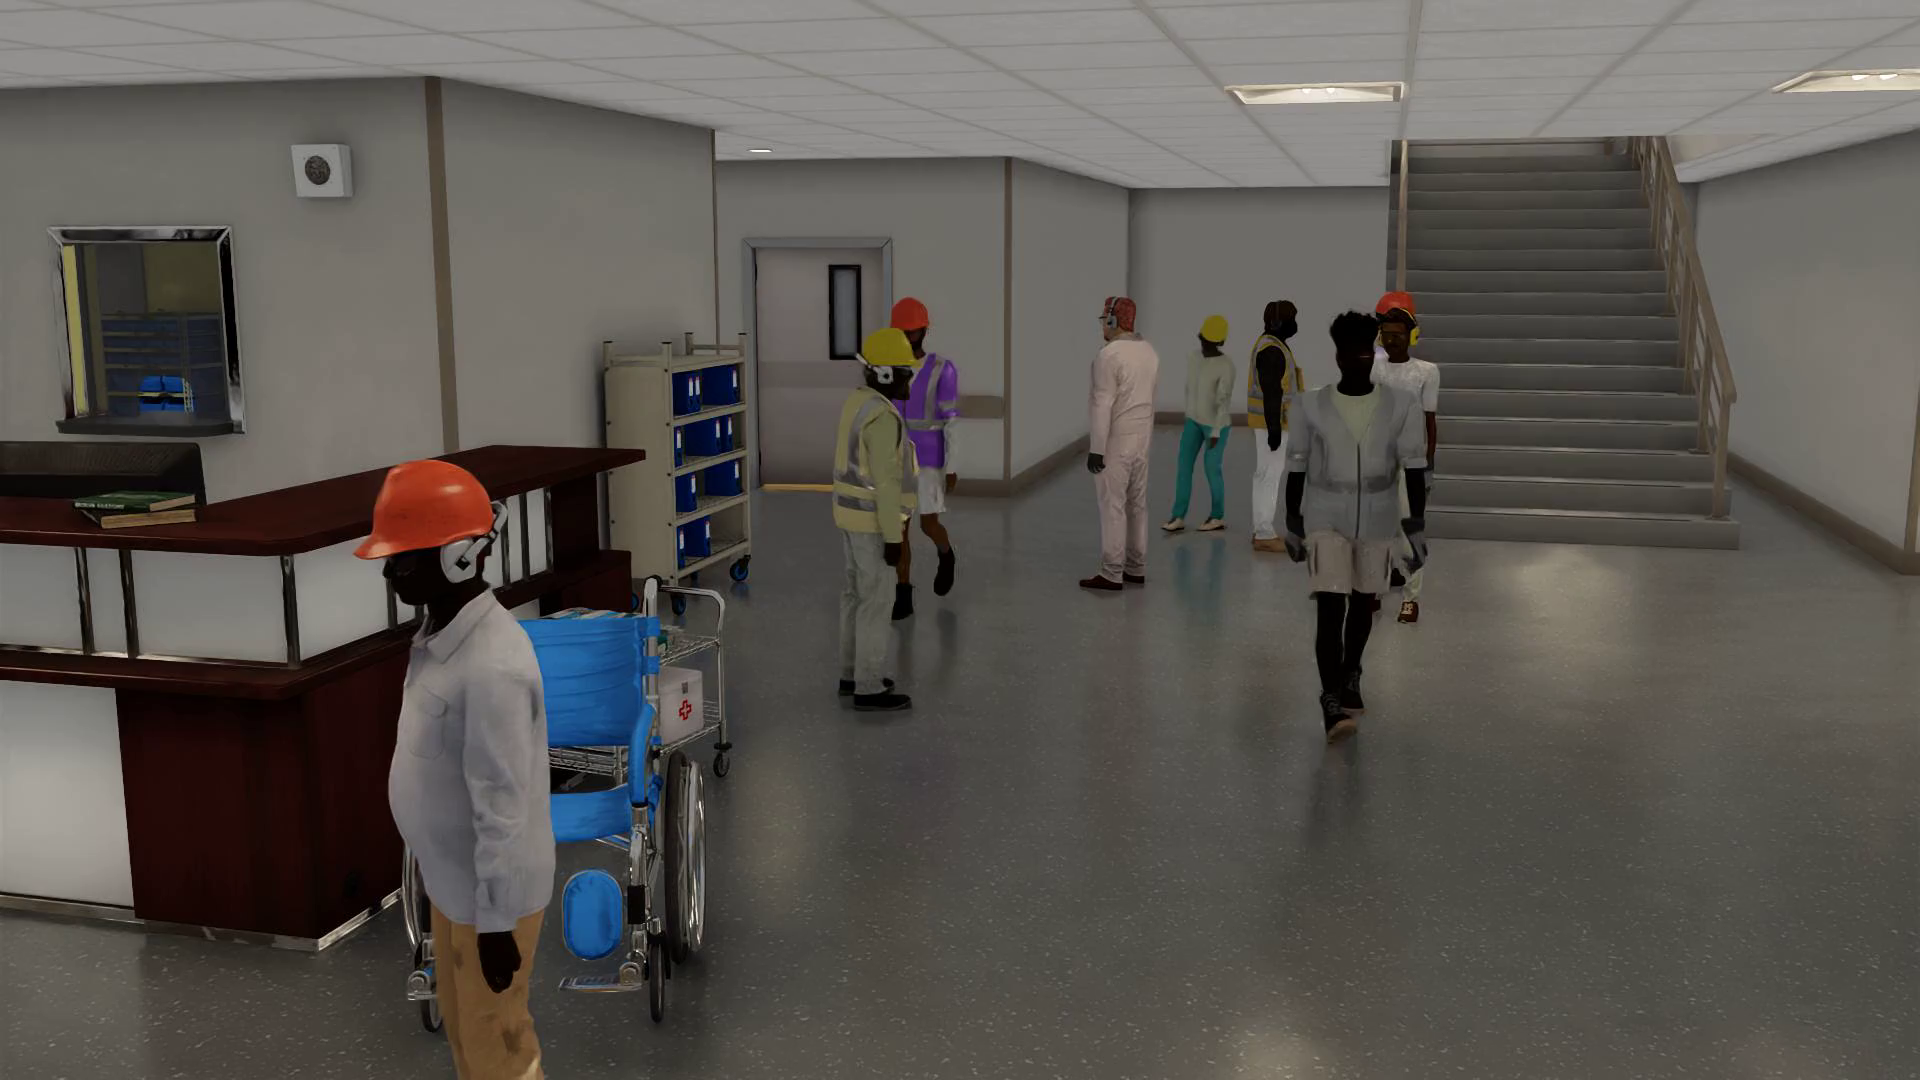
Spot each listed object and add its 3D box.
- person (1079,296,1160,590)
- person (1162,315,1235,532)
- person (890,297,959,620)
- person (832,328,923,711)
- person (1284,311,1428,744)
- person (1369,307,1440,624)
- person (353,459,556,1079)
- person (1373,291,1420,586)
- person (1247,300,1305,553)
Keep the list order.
[{"bbox_3d":[1.031,-0.629,10.847,0.399,1.901,0.648,7,12,36],"label":"person"},{"bbox_3d":[1.875,-0.886,12.879,0.676,1.708,0.593,-8,13,-41],"label":"person"},{"bbox_3d":[-0.251,-0.501,10.029,0.550,1.920,0.653,4,10,20],"label":"person"},{"bbox_3d":[-0.387,-0.099,7.957,0.427,1.819,0.598,-2,10,-14],"label":"person"},{"bbox_3d":[1.777,-0.068,7.484,0.612,1.900,1.050,1,10,4],"label":"person"},{"bbox_3d":[2.560,-0.441,9.847,0.513,1.860,0.317,7,12,36],"label":"person"},{"bbox_3d":[-1.043,0.694,3.493,0.361,1.743,0.566,-5,11,-27],"label":"person"},{"bbox_3d":[2.807,-0.668,10.978,0.374,1.928,0.543,2,10,10],"label":"person"},{"bbox_3d":[2.321,-0.838,12.234,0.429,1.842,0.634,2,10,9],"label":"person"}]
